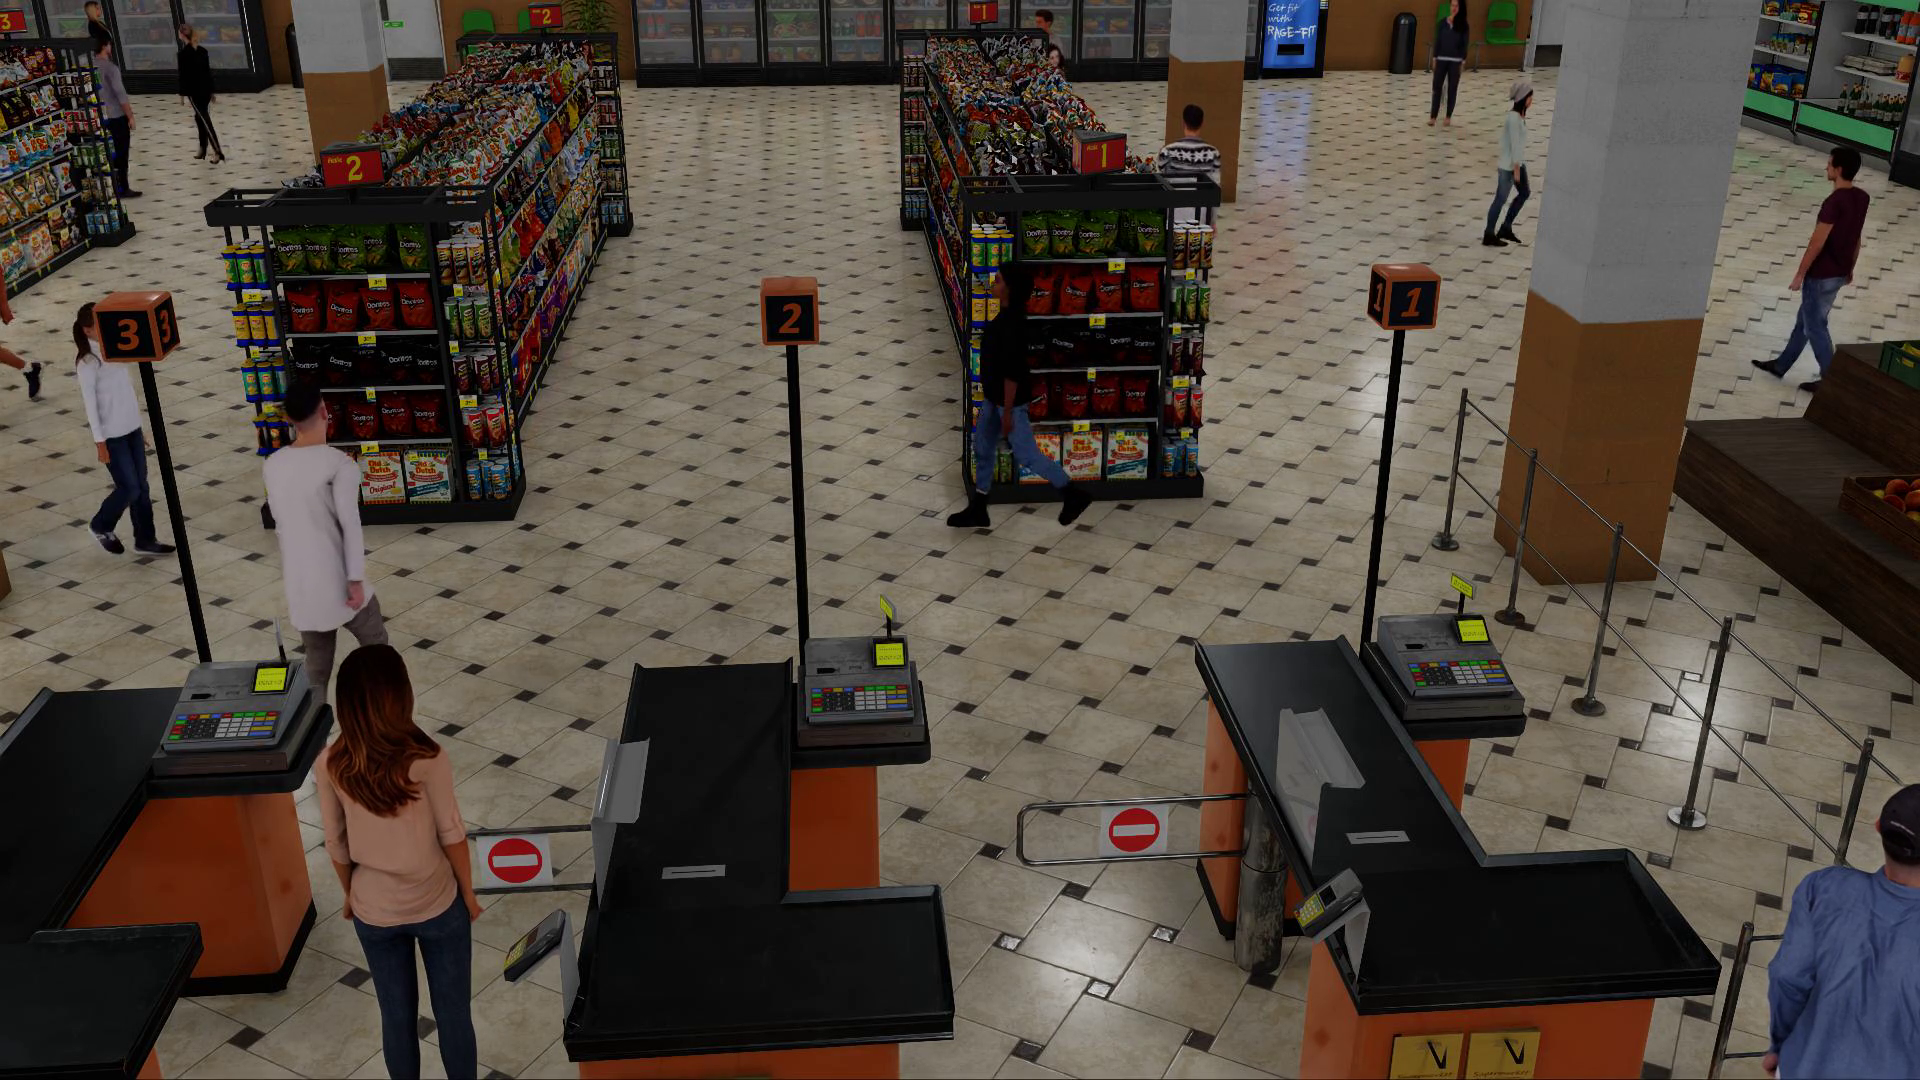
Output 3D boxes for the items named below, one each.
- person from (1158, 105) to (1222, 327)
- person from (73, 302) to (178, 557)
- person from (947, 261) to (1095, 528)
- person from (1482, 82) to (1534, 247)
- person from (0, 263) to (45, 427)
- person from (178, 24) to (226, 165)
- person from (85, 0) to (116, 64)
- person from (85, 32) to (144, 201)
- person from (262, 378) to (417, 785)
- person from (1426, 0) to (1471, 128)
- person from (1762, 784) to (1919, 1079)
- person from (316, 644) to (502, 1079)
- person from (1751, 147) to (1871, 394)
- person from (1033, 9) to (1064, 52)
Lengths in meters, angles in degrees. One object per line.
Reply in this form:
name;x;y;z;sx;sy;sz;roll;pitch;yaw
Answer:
person;1.920;-2.684;13.993;0.683;1.834;0.967;-3;24;-6
person;-4.939;-0.613;9.611;0.670;1.551;0.680;4;24;9
person;0.383;-0.812;9.923;0.651;1.668;1.051;-1;24;-2
person;5.452;-3.766;16.717;0.760;1.633;0.692;11;26;24
person;-6.926;-1.685;11.808;0.854;1.755;1.146;5;24;12
person;-9.343;-5.493;20.591;0.849;1.691;0.817;7;25;15
person;-12.073;-6.721;23.422;0.721;1.670;0.574;-9;25;-20
person;-9.617;-4.746;18.707;0.812;1.832;0.847;13;27;28
person;-2.847;0.235;7.388;0.840;1.782;0.914;8;25;18
person;6.836;-6.658;23.195;0.923;1.737;1.066;11;26;24
person;2.397;1.464;4.446;0.804;1.888;0.705;-18;30;-36
person;-1.753;1.152;5.280;0.603;1.791;0.539;0;24;0
person;6.498;-1.962;12.357;1.000;1.823;1.132;-17;29;-33
person;1.055;-5.531;20.419;0.797;1.898;0.693;-17;29;-34
